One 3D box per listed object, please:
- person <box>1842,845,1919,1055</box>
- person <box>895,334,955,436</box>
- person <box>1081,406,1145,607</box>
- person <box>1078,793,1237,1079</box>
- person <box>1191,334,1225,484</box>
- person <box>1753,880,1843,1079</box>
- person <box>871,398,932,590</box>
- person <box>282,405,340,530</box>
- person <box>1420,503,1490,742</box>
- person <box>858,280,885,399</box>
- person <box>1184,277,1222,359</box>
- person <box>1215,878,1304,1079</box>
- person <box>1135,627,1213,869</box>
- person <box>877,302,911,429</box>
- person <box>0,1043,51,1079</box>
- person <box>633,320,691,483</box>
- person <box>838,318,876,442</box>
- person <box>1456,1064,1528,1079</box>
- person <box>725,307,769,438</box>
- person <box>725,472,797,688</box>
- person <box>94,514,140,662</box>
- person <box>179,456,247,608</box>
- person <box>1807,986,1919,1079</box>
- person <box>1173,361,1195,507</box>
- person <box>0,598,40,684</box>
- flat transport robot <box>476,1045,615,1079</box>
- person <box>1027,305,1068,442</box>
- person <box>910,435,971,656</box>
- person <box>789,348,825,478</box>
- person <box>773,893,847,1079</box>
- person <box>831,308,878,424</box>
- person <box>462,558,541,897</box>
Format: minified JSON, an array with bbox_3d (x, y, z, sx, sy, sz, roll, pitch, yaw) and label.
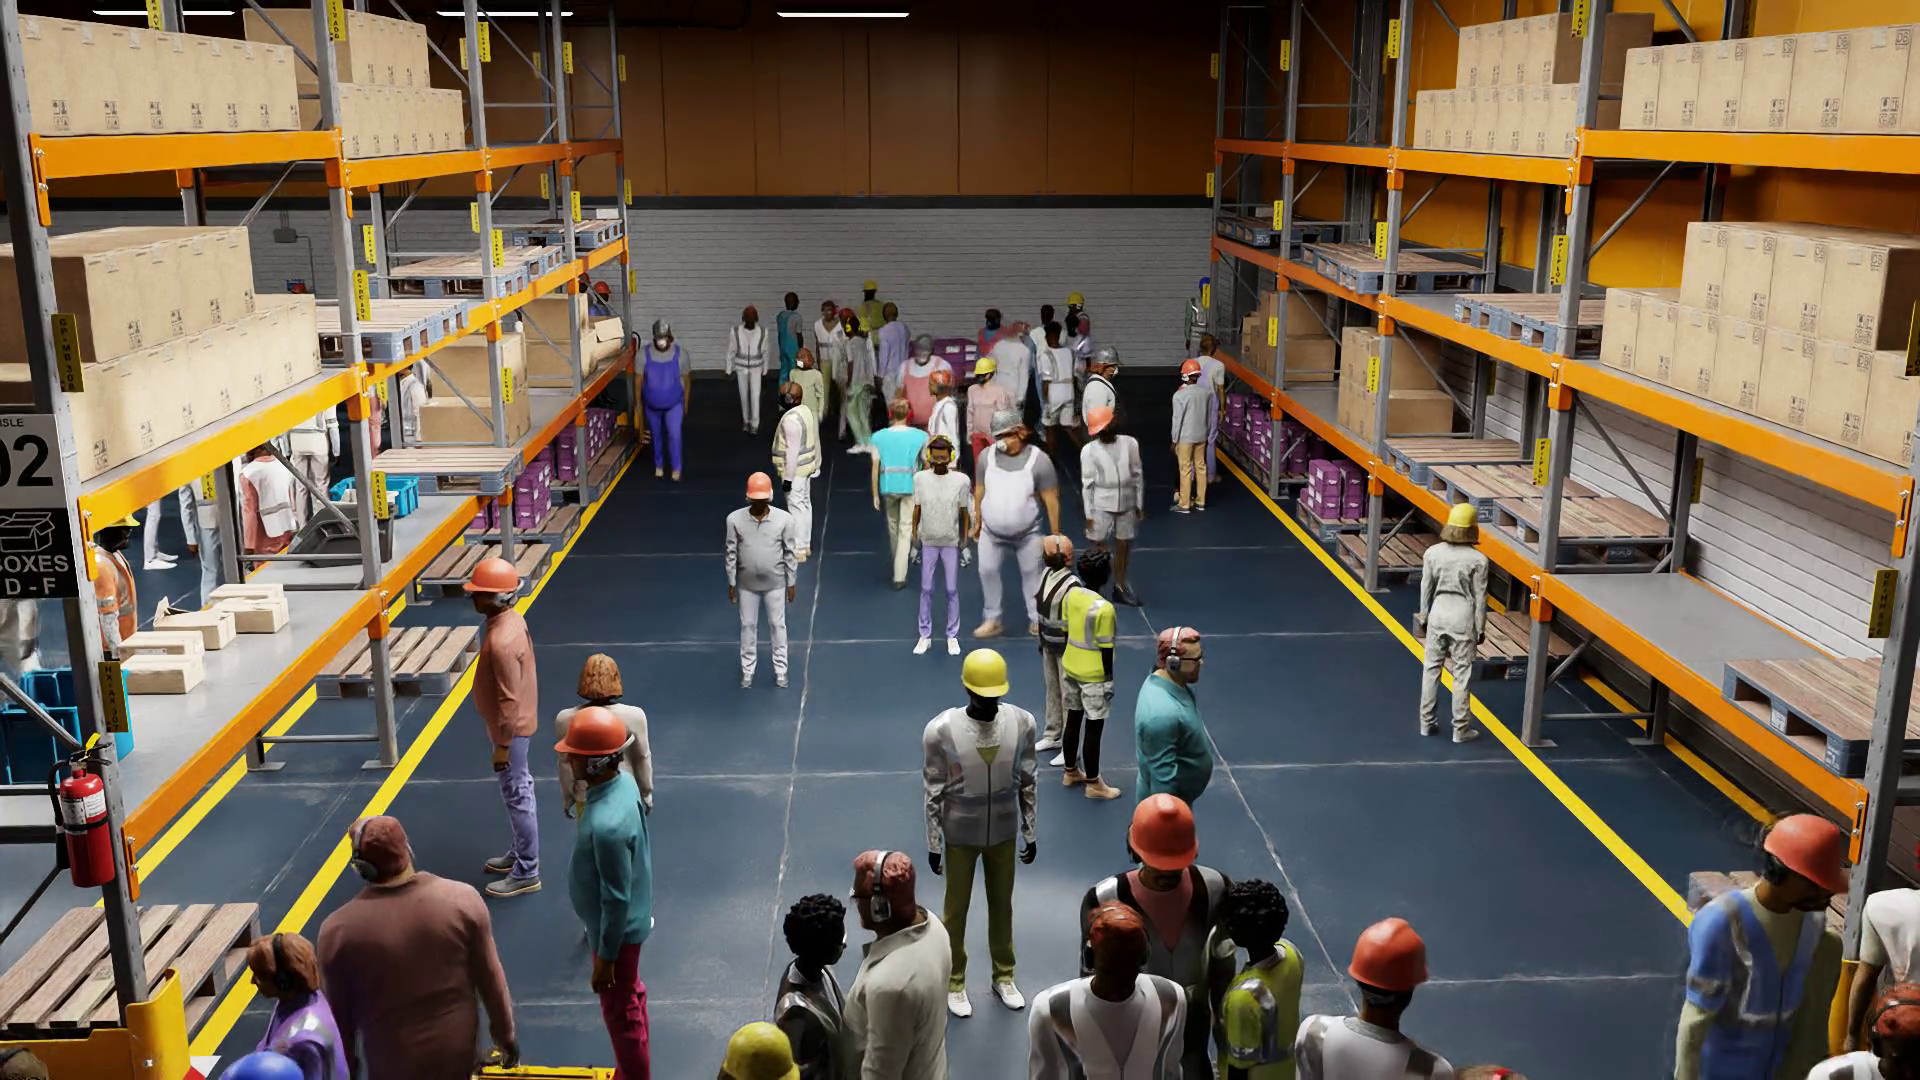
[{"bbox_3d":[3.740,1.959,6.436,0.562,1.838,0.388,5,15,20],"label":"person"},{"bbox_3d":[-0.433,-1.472,19.496,0.758,2.000,0.552,5,15,17],"label":"person"},{"bbox_3d":[1.369,-0.300,15.225,0.664,1.886,0.399,-3,15,-13],"label":"person"},{"bbox_3d":[0.756,1.898,6.302,0.613,2.030,0.409,-3,15,-12],"label":"person"},{"bbox_3d":[3.008,-1.603,20.407,0.517,1.842,0.325,8,16,29],"label":"person"},{"bbox_3d":[3.119,2.021,6.346,0.525,1.761,0.340,-10,18,-35],"label":"person"},{"bbox_3d":[-0.547,-0.478,16.067,0.567,1.795,0.964,3,15,10],"label":"person"},{"bbox_3d":[-6.948,-0.983,17.843,0.591,1.911,0.398,-1,14,-5],"label":"person"},{"bbox_3d":[3.568,0.587,12.008,0.493,1.742,0.321,11,18,37],"label":"person"},{"bbox_3d":[-1.439,-3.161,26.418,0.493,1.902,0.605,13,19,41],"label":"person"},{"bbox_3d":[3.883,-3.229,26.585,0.605,1.944,0.402,-3,15,-10],"label":"person"},{"bbox_3d":[1.122,2.075,6.275,0.320,1.694,0.533,9,17,31],"label":"person"},{"bbox_3d":[1.102,1.363,8.636,0.402,1.906,0.652,2,14,8],"label":"person"},{"bbox_3d":[-0.927,-2.324,23.050,0.355,1.936,0.633,10,17,34],"label":"person"},{"bbox_3d":[-2.794,2.336,4.838,0.677,1.920,0.425,-13,19,-41],"label":"person"},{"bbox_3d":[-3.672,-1.728,20.501,0.704,2.000,1.006,-1,14,-5],"label":"person"},{"bbox_3d":[-1.438,-2.197,22.963,0.533,1.731,0.433,12,18,39],"label":"person"},{"bbox_3d":[1.582,2.381,4.797,0.631,1.832,0.408,-9,17,-31],"label":"person"},{"bbox_3d":[-2.998,-2.381,23.515,0.617,1.828,1.050,-1,14,-5],"label":"person"},{"bbox_3d":[-1.561,0.314,13.072,0.565,1.745,0.350,0,14,-1],"label":"person"},{"bbox_3d":[-5.746,0.661,11.383,0.409,1.917,0.585,-6,15,-22],"label":"person"},{"bbox_3d":[-6.425,-0.094,14.364,0.391,1.905,0.599,9,17,33],"label":"person"},{"bbox_3d":[2.988,2.239,5.368,0.609,1.818,0.947,3,15,13],"label":"person"},{"bbox_3d":[2.634,-1.237,19.256,0.318,1.700,0.533,-1,14,-3],"label":"person"},{"bbox_3d":[-6.735,0.616,11.647,0.635,1.872,0.956,-2,14,-7],"label":"person"},{"bbox_3d":[-1.918,2.605,7.023,0.652,0.197,1.431,1,14,3],"label":"flat transport robot"},{"bbox_3d":[1.150,-2.337,23.206,0.597,1.882,0.861,-7,16,-26],"label":"person"},{"bbox_3d":[-0.165,0.047,13.883,0.512,1.868,0.329,1,14,5],"label":"person"},{"bbox_3d":[-1.921,-1.592,20.780,0.503,1.632,0.274,7,16,26],"label":"person"},{"bbox_3d":[-0.555,2.102,6.169,0.320,1.694,0.533,1,14,3],"label":"person"},{"bbox_3d":[-1.477,-2.302,23.153,0.606,1.838,0.643,-6,15,-22],"label":"person"},{"bbox_3d":[-2.624,1.067,9.615,0.374,1.997,0.613,-3,15,-13],"label":"person"}]
